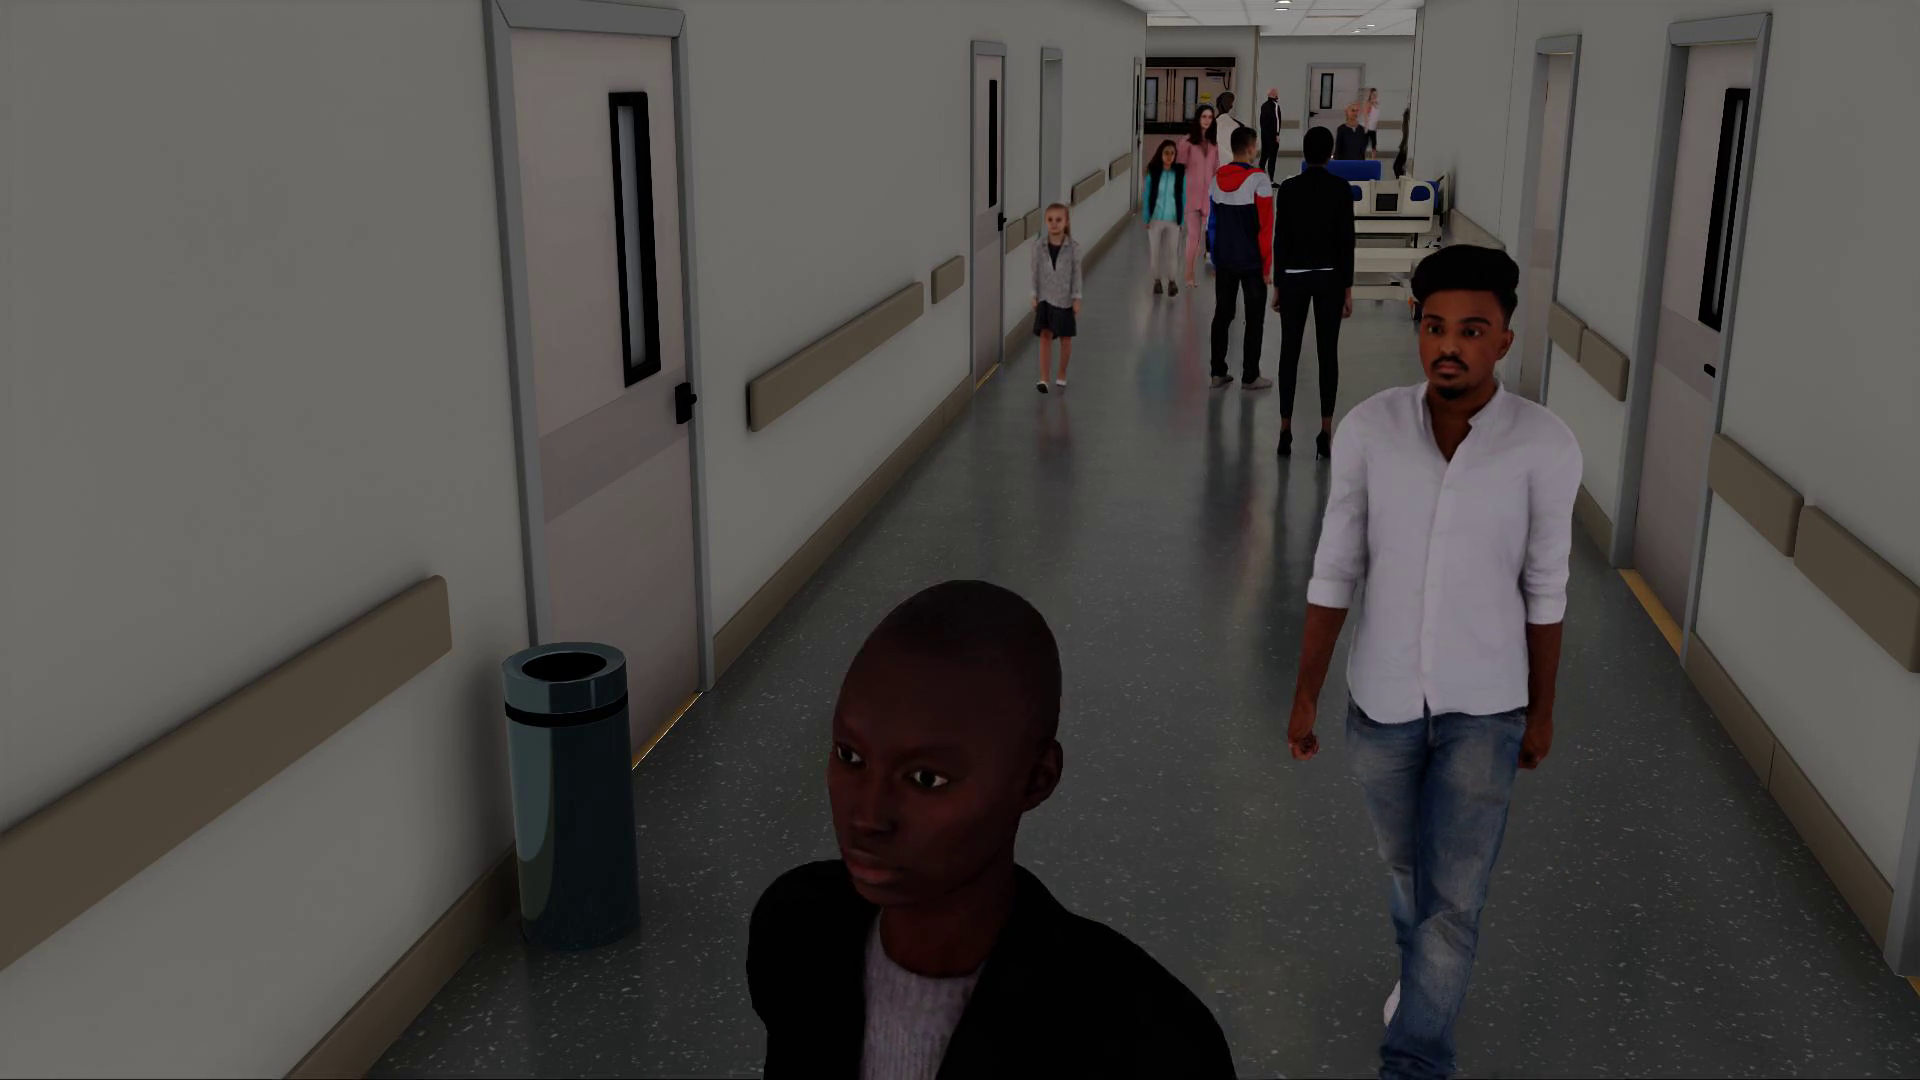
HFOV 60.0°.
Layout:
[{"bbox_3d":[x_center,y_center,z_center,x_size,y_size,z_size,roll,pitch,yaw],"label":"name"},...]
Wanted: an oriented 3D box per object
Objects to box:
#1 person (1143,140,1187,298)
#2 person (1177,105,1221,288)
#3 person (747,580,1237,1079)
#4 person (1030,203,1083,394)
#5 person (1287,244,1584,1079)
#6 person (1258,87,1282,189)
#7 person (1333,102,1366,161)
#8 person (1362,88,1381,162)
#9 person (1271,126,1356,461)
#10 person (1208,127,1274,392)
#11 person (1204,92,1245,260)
[{"bbox_3d":[1.952,-3.093,16.059,0.860,1.471,0.700,1,16,2],"label":"person"},{"bbox_3d":[2.337,-3.436,16.692,0.737,1.786,0.827,-6,17,-22],"label":"person"},{"bbox_3d":[0.073,0.862,1.524,0.723,1.745,0.819,9,18,30],"label":"person"},{"bbox_3d":[0.666,-1.625,11.256,0.774,1.243,0.574,3,16,9],"label":"person"},{"bbox_3d":[1.023,0.291,3.507,1.152,1.769,0.971,9,18,28],"label":"person"},{"bbox_3d":[5.806,-7.550,31.191,0.780,1.837,0.759,-7,17,-24],"label":"person"},{"bbox_3d":[5.348,-5.151,22.892,0.629,1.724,0.764,-5,16,-17],"label":"person"},{"bbox_3d":[8.951,-9.022,36.590,0.989,1.742,1.009,-11,19,-34],"label":"person"},{"bbox_3d":[1.957,-1.366,9.262,0.498,1.834,0.689,5,17,17],"label":"person"},{"bbox_3d":[1.898,-1.913,11.343,0.679,1.758,0.792,13,20,38],"label":"person"},{"bbox_3d":[3.040,-4.224,19.291,0.581,1.893,0.778,5,17,19],"label":"person"}]
